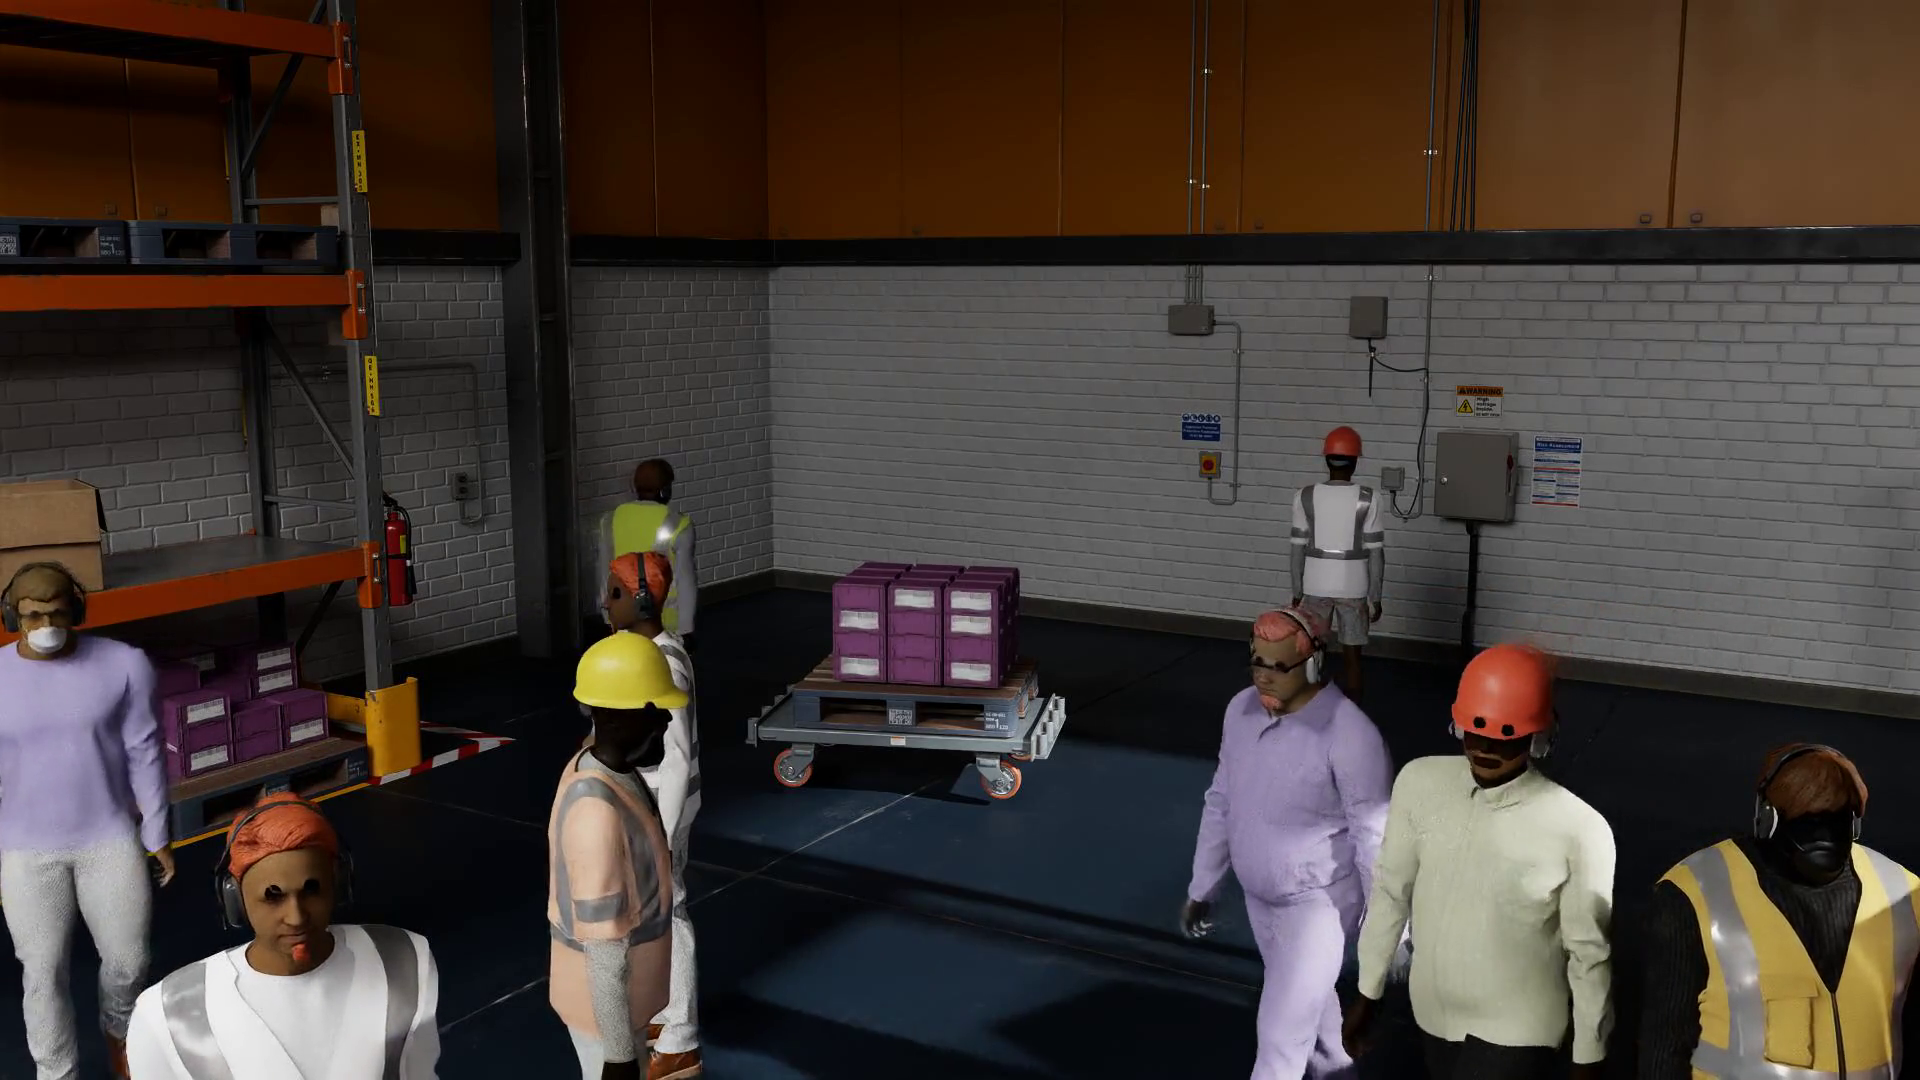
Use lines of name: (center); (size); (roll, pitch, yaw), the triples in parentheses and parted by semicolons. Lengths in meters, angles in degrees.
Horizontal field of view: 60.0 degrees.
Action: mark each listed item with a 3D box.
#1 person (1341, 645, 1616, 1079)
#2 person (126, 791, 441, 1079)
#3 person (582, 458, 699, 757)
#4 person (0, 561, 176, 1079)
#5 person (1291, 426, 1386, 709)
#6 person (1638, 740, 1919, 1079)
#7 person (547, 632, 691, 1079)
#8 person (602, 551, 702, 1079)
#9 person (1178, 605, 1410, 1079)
person: (1.402, 1.198, 4.313); (1.026, 1.948, 0.605); (-7, 11, -35)
person: (-1.252, 1.396, 3.191); (0.584, 1.882, 0.337); (-7, 12, -38)
person: (-1.784, 0.455, 9.312); (0.639, 1.816, 0.785); (4, 10, 24)
person: (-2.944, 1.009, 5.475); (0.648, 1.921, 0.505); (-5, 10, -27)
person: (2.263, 0.285, 9.970); (0.551, 1.932, 0.378); (3, 10, 21)
person: (1.834, 1.339, 3.713); (0.629, 1.837, 0.429); (0, 9, -1)
person: (-0.879, 1.186, 4.373); (0.381, 1.924, 0.593); (-2, 9, -10)
person: (-1.092, 0.968, 5.864); (0.345, 1.882, 0.584); (-3, 10, -19)
person: (0.949, 1.119, 5.030); (0.892, 1.858, 0.650); (-4, 10, -24)
